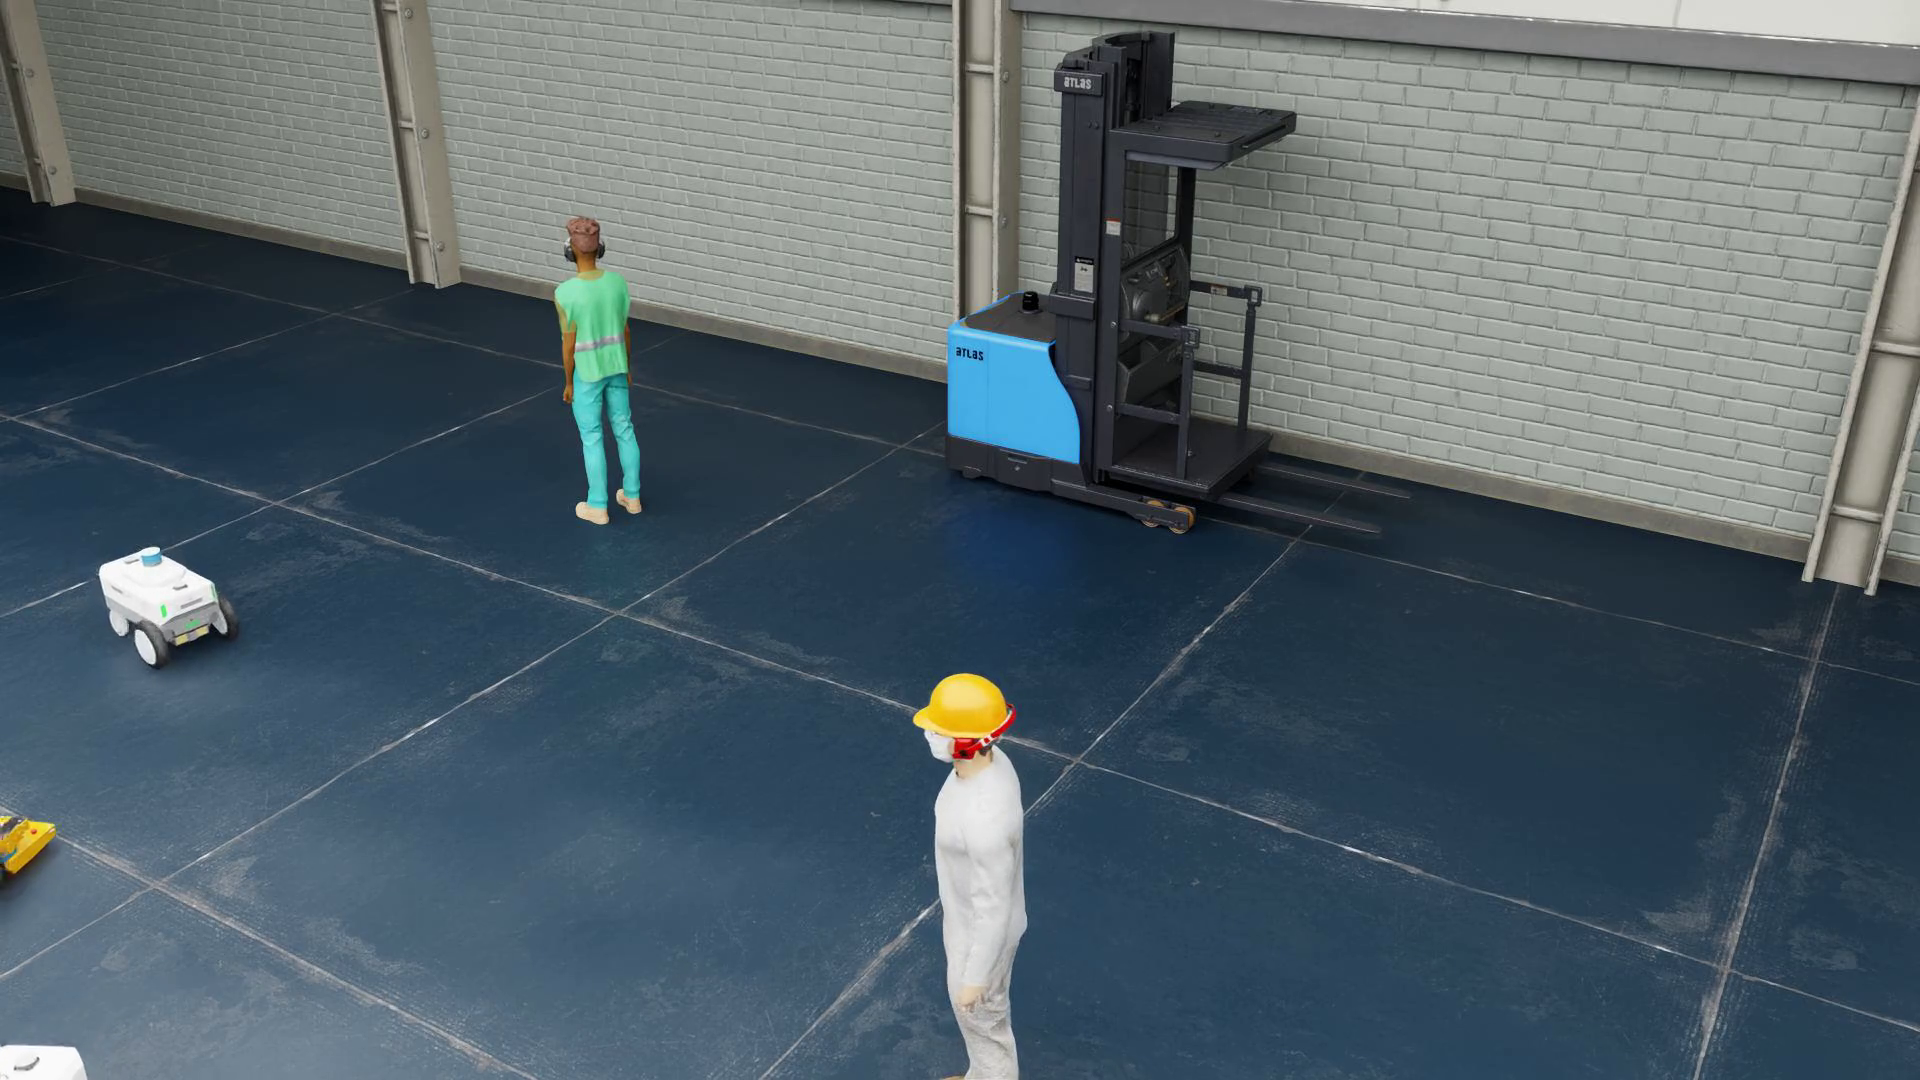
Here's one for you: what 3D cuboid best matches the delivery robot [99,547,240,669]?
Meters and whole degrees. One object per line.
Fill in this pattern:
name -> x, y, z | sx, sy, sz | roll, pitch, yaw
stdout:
delivery robot -> -4.427, 0.329, 9.222 | 0.790, 0.589, 0.499 | 18, 31, 34

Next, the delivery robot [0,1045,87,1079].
delivery robot -> -3.231, 2.061, 5.552 | 0.499, 0.585, 0.765 | 1, 25, 2

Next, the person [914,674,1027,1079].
person -> 0.039, 1.291, 5.627 | 0.373, 1.894, 0.583 | -1, 25, -3

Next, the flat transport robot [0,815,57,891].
flat transport robot -> -4.567, 1.551, 6.979 | 0.659, 0.231, 1.431 | 5, 26, 9

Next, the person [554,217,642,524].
person -> -2.280, -1.052, 10.489 | 0.485, 1.978, 0.405 | -20, 32, -36

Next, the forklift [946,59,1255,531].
forklift -> 0.933, -1.707, 10.833 | 1.873, 2.768, 1.129 | 15, 29, 28
